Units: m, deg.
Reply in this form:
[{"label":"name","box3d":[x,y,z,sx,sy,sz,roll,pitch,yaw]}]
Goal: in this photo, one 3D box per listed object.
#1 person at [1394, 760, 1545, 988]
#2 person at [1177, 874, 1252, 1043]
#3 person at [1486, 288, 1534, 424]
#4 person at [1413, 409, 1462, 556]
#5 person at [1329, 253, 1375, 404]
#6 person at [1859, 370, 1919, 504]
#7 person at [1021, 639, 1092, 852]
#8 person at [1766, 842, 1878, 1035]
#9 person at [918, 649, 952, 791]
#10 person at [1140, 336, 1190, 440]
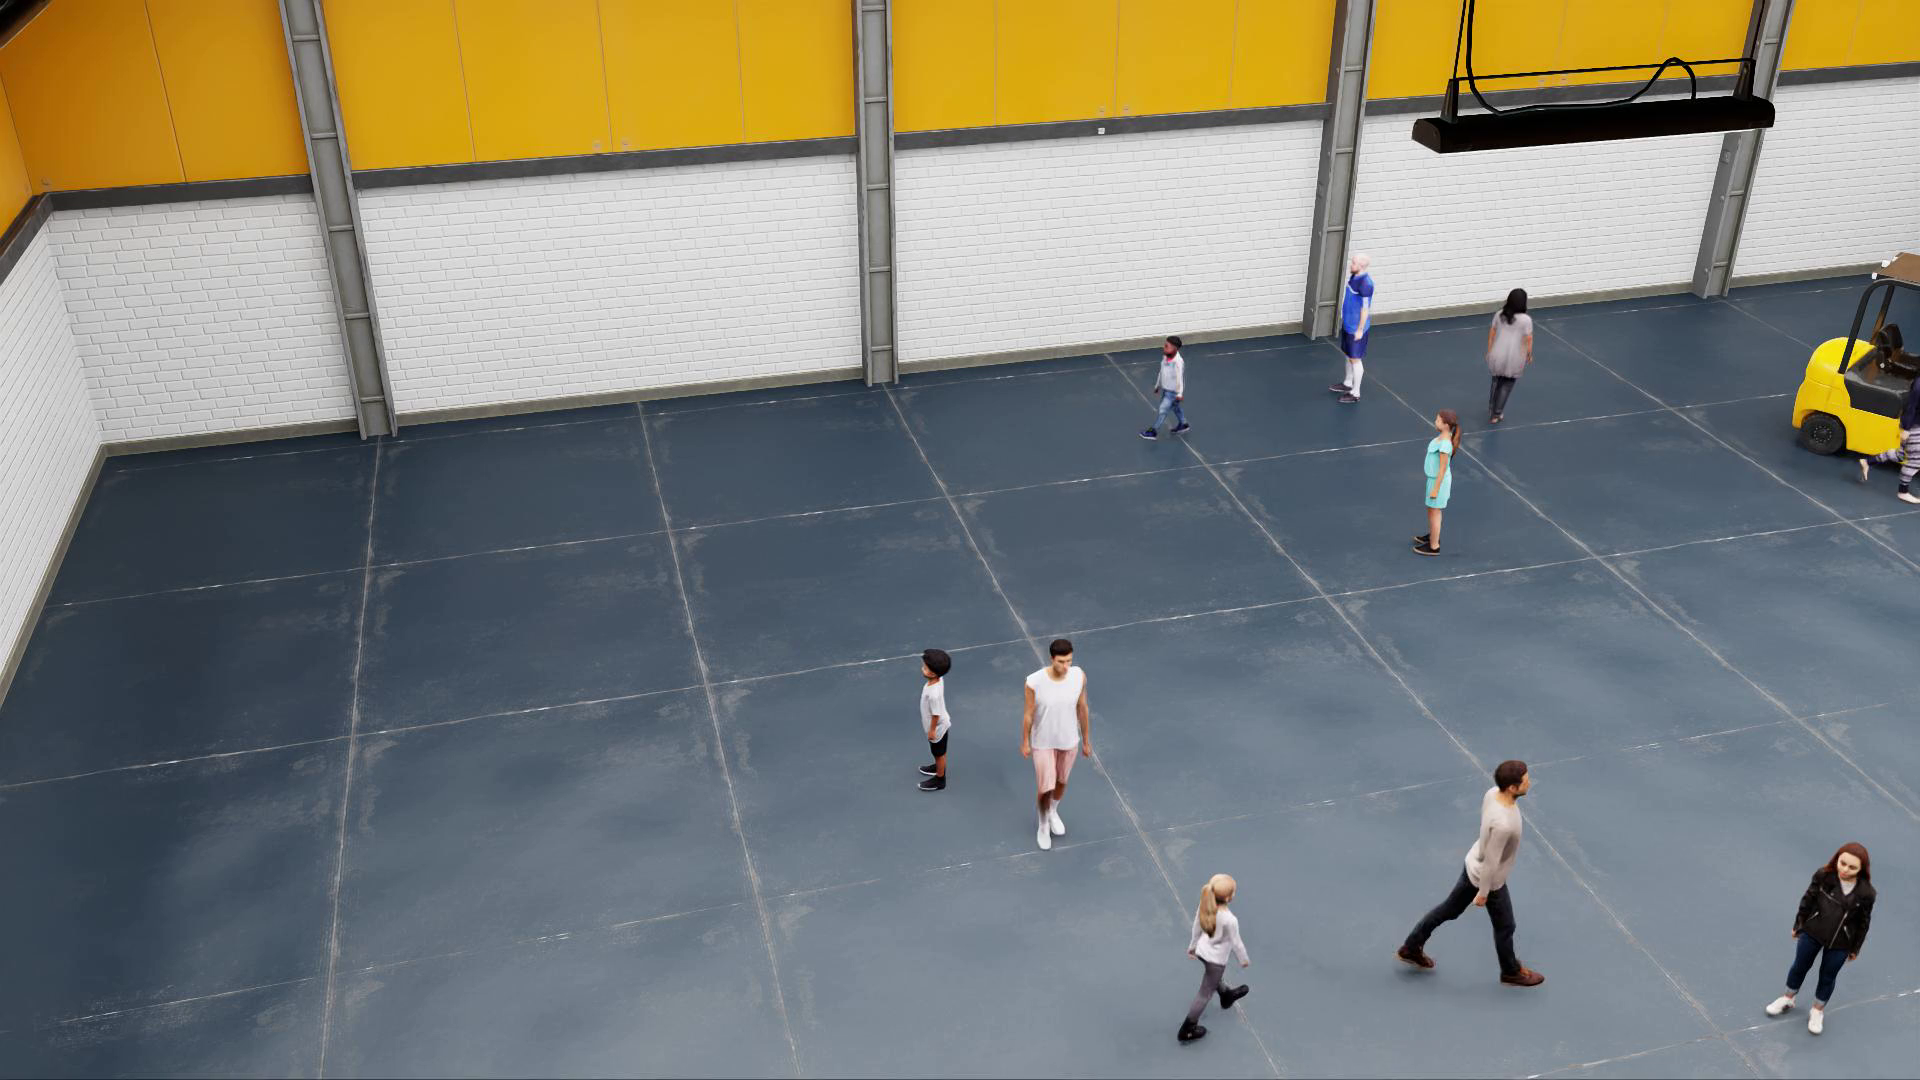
[{"label":"person","box3d":[3.416,2.239,11.134,1.325,1.821,0.984,3,29,6]},{"label":"person","box3d":[1.592,2.734,10.817,0.913,1.254,0.630,-14,32,-24]},{"label":"person","box3d":[6.349,-2.130,19.384,0.794,1.589,0.865,25,37,38]},{"label":"person","box3d":[4.773,-0.589,16.592,0.671,1.558,0.636,9,30,17]},{"label":"person","box3d":[4.732,-2.562,19.913,0.615,1.840,0.706,-2,29,-4]},{"label":"person","box3d":[10.059,-1.261,17.657,0.986,1.717,0.951,-25,37,-38]},{"label":"person","box3d":[0.701,1.457,12.618,0.582,1.770,0.715,-8,30,-14]},{"label":"person","box3d":[5.682,2.570,10.879,0.638,1.483,0.670,21,35,33]},{"label":"person","box3d":[-0.185,1.414,13.230,0.572,1.261,0.547,2,29,4]},{"label":"person","box3d":[2.477,-1.751,19.068,0.879,1.226,0.524,-9,30,-16]}]
